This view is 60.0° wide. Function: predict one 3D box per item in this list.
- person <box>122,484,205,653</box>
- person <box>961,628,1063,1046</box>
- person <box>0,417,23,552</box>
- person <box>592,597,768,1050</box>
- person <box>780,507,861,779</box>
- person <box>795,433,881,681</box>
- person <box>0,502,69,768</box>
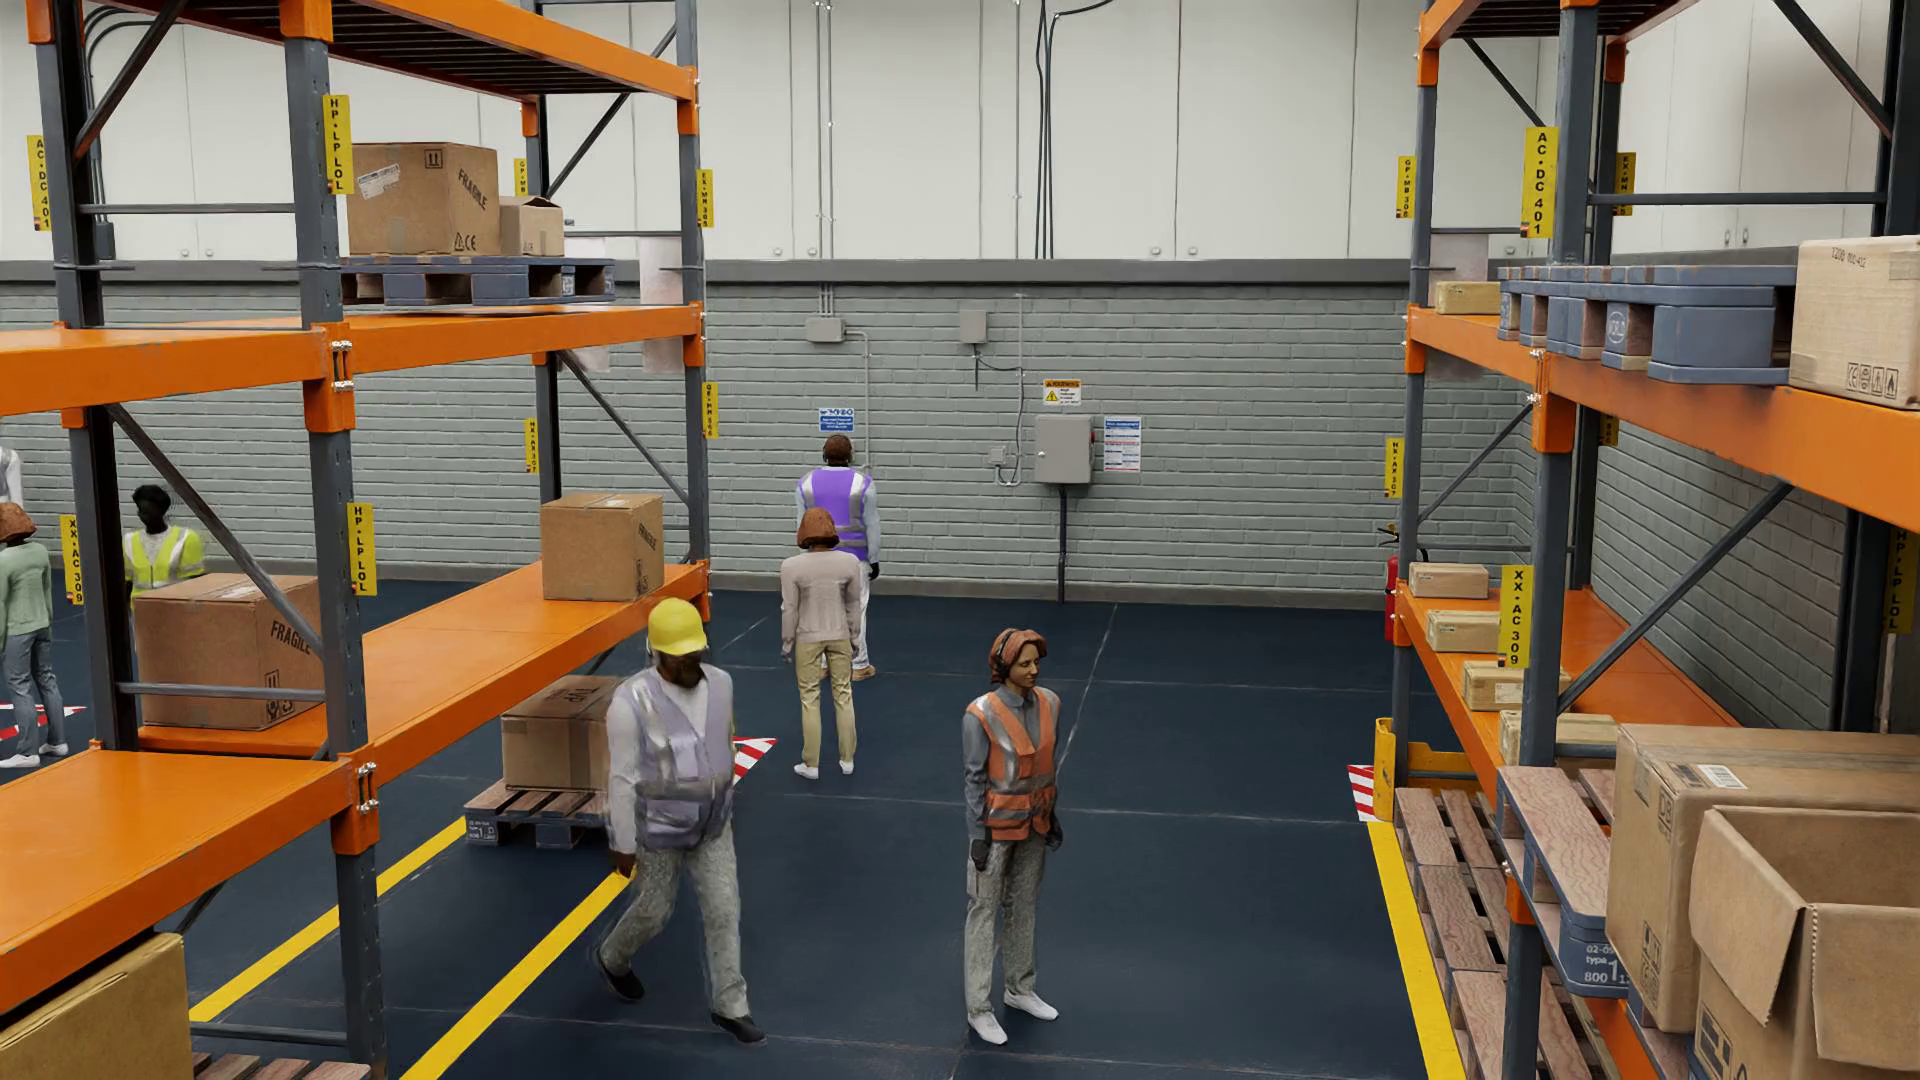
[{"bbox_3d":[-5.151,0.451,10.816,0.534,1.676,0.569,-1,9,-5],"label":"person"},{"bbox_3d":[0.209,1.152,6.619,0.514,1.642,0.314,-9,13,-43],"label":"person"},{"bbox_3d":[-8.345,-0.188,14.244,0.595,1.850,0.840,-5,11,-30],"label":"person"},{"bbox_3d":[-1.155,1.083,6.602,0.836,1.797,0.603,9,13,43],"label":"person"},{"bbox_3d":[-0.832,0.615,9.958,0.502,1.631,0.279,-4,10,-21],"label":"person"},{"bbox_3d":[-0.884,0.127,12.317,0.633,1.846,0.429,2,9,11],"label":"person"},{"bbox_3d":[-5.757,0.577,10.216,0.268,1.628,0.501,1,9,8],"label":"person"}]
